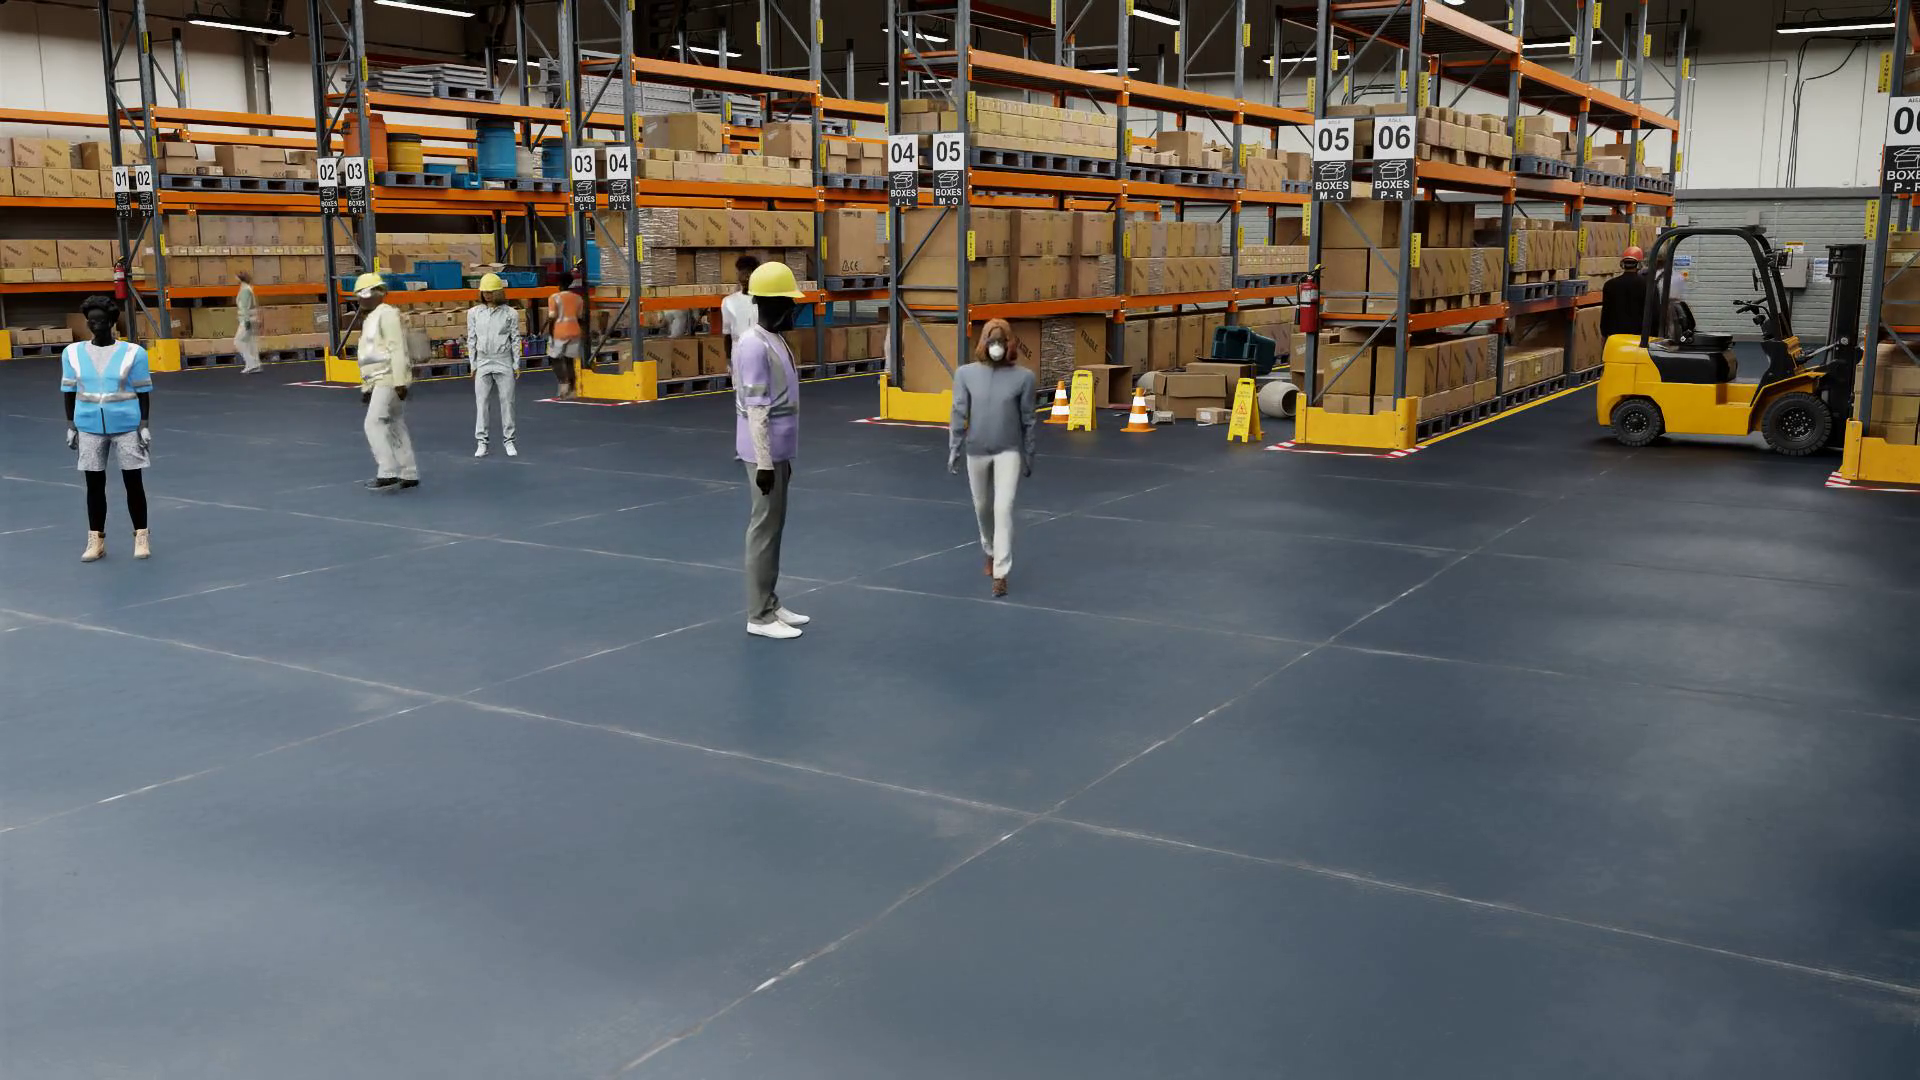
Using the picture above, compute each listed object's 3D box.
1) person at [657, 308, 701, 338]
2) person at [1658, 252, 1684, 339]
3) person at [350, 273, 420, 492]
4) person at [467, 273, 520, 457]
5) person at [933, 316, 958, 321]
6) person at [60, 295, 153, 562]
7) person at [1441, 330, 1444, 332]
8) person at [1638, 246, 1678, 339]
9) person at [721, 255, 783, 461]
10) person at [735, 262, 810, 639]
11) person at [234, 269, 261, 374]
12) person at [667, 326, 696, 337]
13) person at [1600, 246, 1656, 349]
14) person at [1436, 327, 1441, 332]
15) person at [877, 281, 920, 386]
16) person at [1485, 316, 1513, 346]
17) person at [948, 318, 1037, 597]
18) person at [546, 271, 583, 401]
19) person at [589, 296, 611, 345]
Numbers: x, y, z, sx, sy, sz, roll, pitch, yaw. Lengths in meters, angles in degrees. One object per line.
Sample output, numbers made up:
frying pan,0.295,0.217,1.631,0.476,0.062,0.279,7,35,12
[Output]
person,-4.248,-3.400,25.181,0.646,1.879,1.081,5,11,25
person,10.483,-3.362,24.939,0.672,1.886,1.006,5,11,27
person,-4.712,-1.270,13.561,0.536,1.778,0.673,-5,11,-24
person,-4.427,-1.657,15.821,0.483,1.738,0.312,-2,10,-12
person,-0.109,-3.363,25.193,0.586,1.808,0.886,0,10,3
person,-5.434,-0.709,10.624,0.534,1.698,0.318,-3,10,-15
person,9.159,-4.702,32.449,0.630,1.889,0.668,7,12,33
person,8.790,-2.774,21.226,0.986,2.000,0.683,-9,14,-42
person,-1.958,-1.741,15.786,0.602,1.924,0.997,0,10,1
person,-0.965,-0.462,8.595,0.367,1.926,0.594,0,10,2
person,-11.064,-3.370,25.712,0.438,1.619,0.552,-4,11,-22
person,-5.983,-5.236,35.579,0.526,1.843,0.817,5,11,25
person,7.752,-2.402,19.317,0.605,1.986,0.402,9,13,40
person,7.700,-3.722,27.015,0.333,1.873,0.520,-2,10,-10
person,-0.870,-3.066,23.540,0.617,1.808,0.756,8,13,36
person,9.073,-3.943,27.872,0.607,2.015,0.855,8,13,37
person,0.207,-0.519,9.843,0.499,1.595,0.838,2,10,11
person,-5.079,-2.618,21.389,0.366,1.666,0.572,8,13,39
person,-7.129,-4.934,33.396,0.627,2.022,0.641,5,11,25
